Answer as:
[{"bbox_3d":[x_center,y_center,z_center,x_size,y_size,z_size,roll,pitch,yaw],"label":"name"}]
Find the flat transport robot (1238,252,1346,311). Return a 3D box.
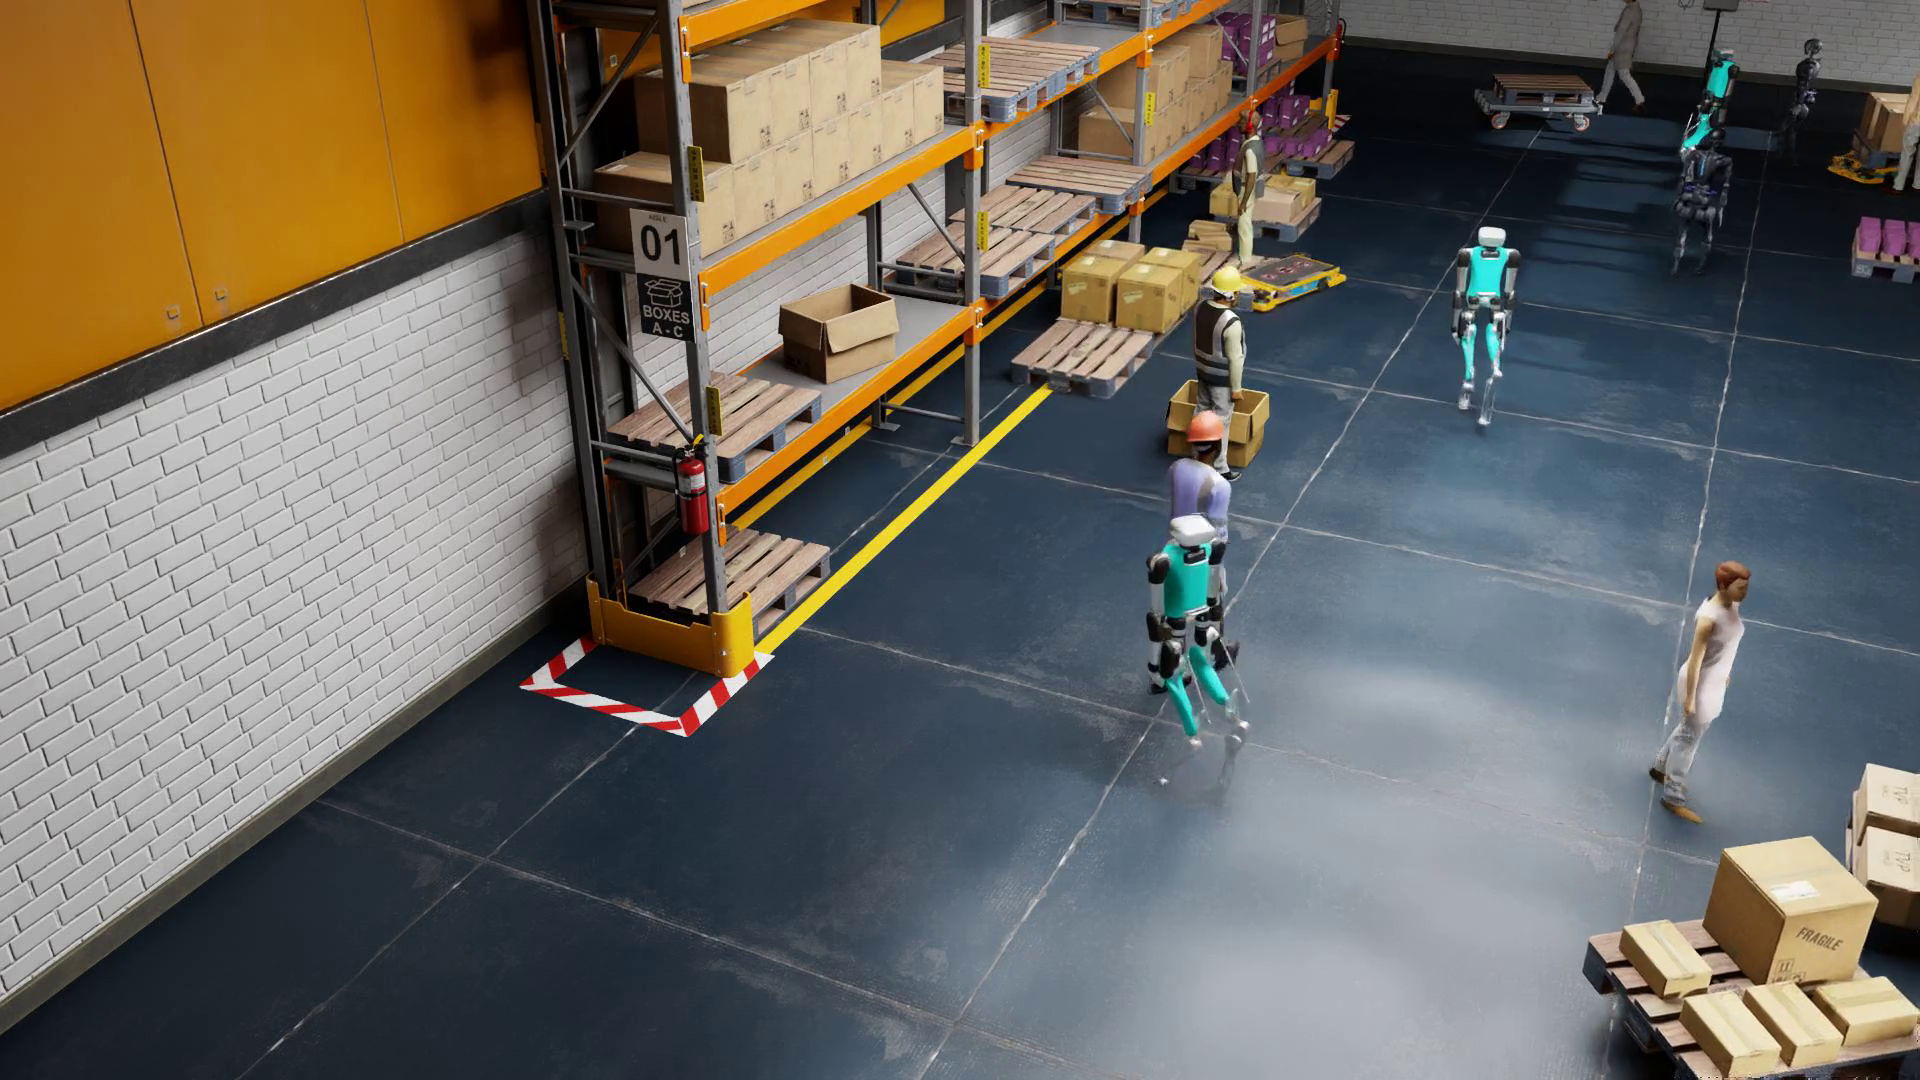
[{"bbox_3d":[3.458,-2.781,17.886,1.431,0.231,0.659,-23,36,-36],"label":"flat transport robot"}]

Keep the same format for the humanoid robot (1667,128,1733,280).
[{"bbox_3d":[8.036,-3.663,18.057,0.640,1.637,0.592,-25,37,-38],"label":"humanoid robot"}]

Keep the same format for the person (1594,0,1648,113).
[{"bbox_3d":[9.877,-7.262,24.592,0.905,1.796,0.511,18,33,30],"label":"person"}]

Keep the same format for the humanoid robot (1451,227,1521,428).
[{"bbox_3d":[4.575,-1.772,14.515,0.536,1.776,1.017,3,29,6],"label":"humanoid robot"}]

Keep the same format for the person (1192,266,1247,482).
[{"bbox_3d":[2.124,-1.356,13.596,0.404,1.833,0.589,-14,31,-24],"label":"person"}]

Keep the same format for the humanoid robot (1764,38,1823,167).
[{"bbox_3d":[11.044,-5.768,21.941,0.404,1.656,0.585,9,30,16],"label":"humanoid robot"}]

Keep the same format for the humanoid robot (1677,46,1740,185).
[{"bbox_3d":[9.313,-5.279,21.034,0.746,1.849,0.546,-5,29,-9],"label":"humanoid robot"}]

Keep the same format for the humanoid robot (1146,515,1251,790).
[{"bbox_3d":[1.460,0.783,9.787,0.530,1.808,0.786,-17,33,-28],"label":"humanoid robot"}]

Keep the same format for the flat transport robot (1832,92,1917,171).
[{"bbox_3d":[12.305,-4.912,21.836,1.431,0.231,0.659,7,29,13],"label":"flat transport robot"}]

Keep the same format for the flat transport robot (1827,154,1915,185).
[{"bbox_3d":[12.199,-4.878,21.774,1.431,0.231,0.659,-8,29,-14],"label":"flat transport robot"}]

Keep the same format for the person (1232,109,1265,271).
[{"bbox_3d":[3.097,-3.727,17.977,0.385,1.845,0.569,4,29,8],"label":"person"}]

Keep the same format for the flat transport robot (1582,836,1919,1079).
[{"bbox_3d":[3.862,2.499,8.095,0.659,0.231,1.431,-6,29,-10],"label":"flat transport robot"}]

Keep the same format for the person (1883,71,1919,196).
[{"bbox_3d":[12.037,-5.247,20.784,0.557,1.869,0.390,-6,29,-12],"label":"person"}]

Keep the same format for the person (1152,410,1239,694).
[{"bbox_3d":[1.583,0.070,10.892,0.872,1.882,0.570,-22,35,-35],"label":"person"}]

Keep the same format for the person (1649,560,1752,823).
[{"bbox_3d":[4.338,0.846,9.709,0.419,1.665,0.461,25,37,38],"label":"person"}]
